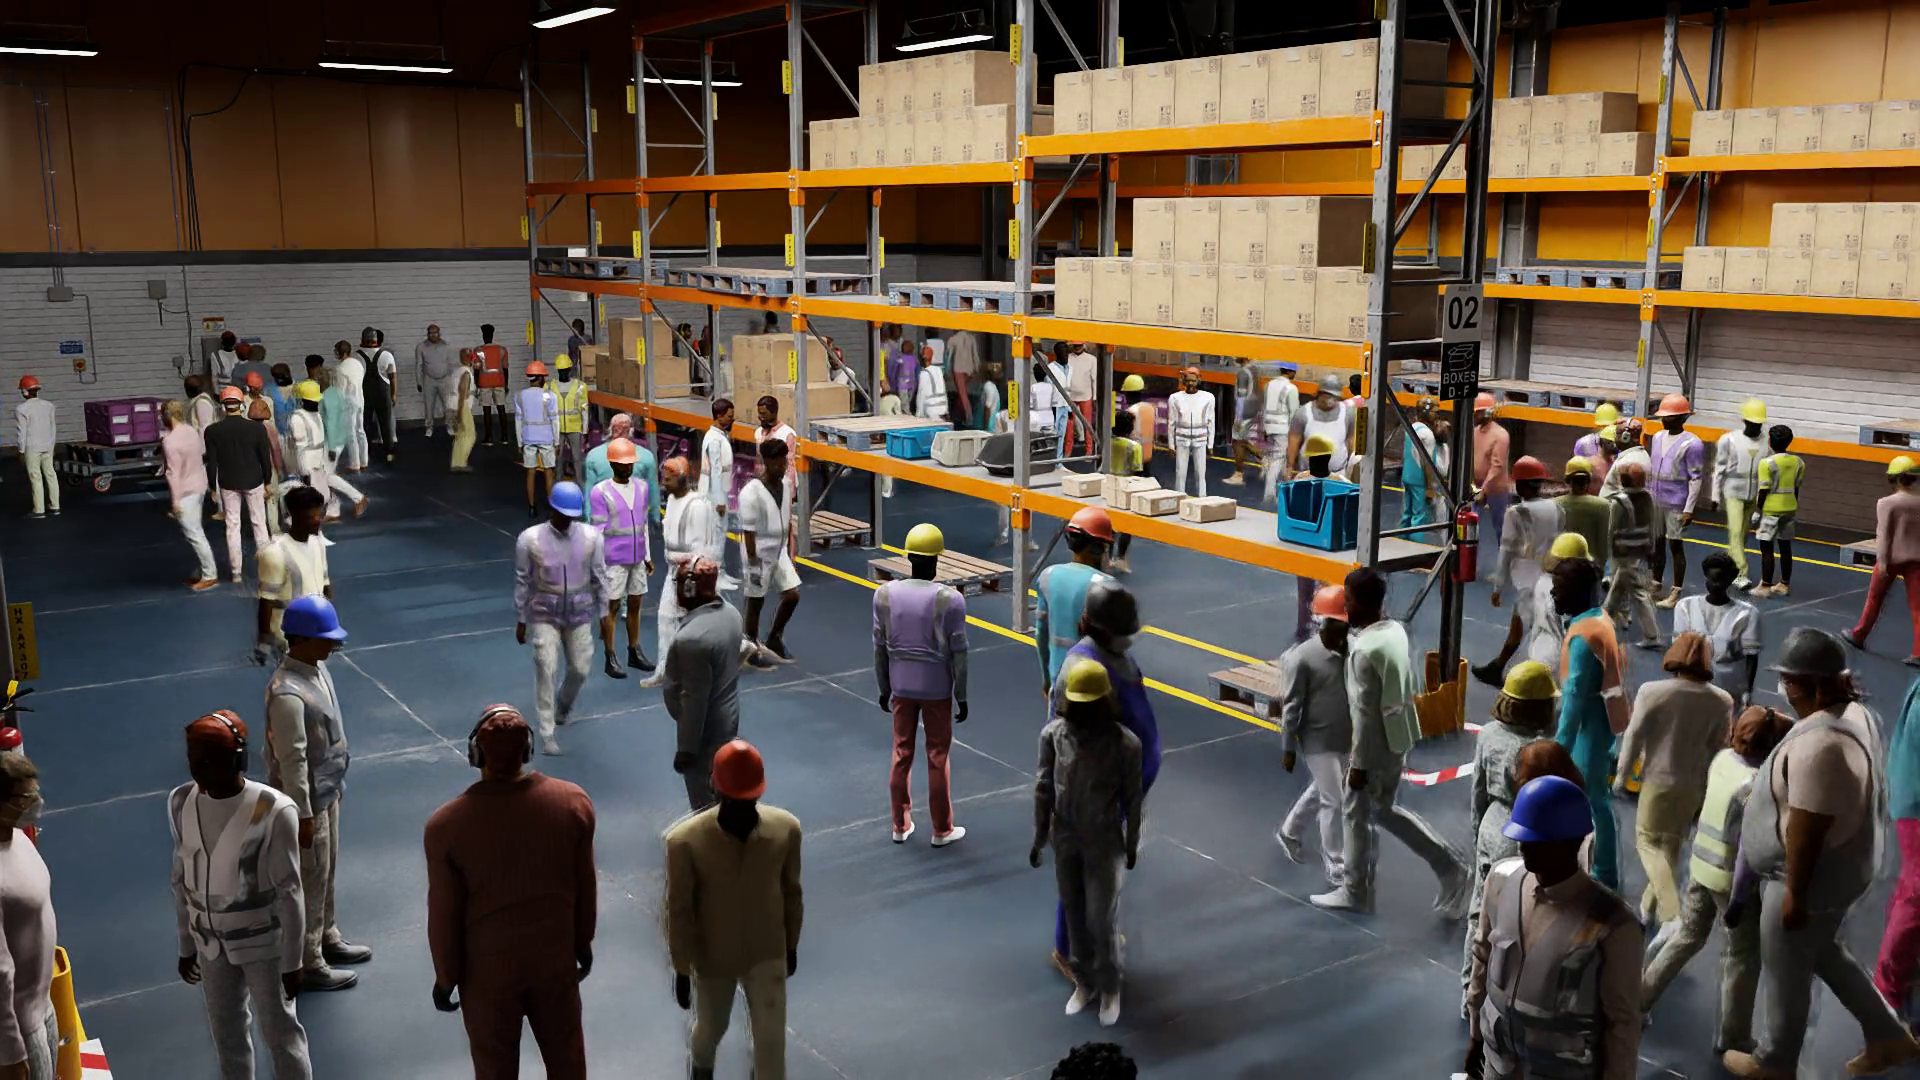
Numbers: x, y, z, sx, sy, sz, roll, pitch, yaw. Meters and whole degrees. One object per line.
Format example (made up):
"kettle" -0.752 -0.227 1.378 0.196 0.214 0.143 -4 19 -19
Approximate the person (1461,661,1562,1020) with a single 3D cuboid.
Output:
"person" 2.508 1.390 7.501 0.316 1.742 0.492 -4 12 -19

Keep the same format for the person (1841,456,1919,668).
"person" 7.810 0.161 13.863 0.522 1.704 0.936 -1 11 -6

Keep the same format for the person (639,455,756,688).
"person" -2.091 0.232 13.187 0.908 1.852 0.582 -8 13 -34

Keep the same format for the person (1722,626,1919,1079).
"person" 3.644 1.343 6.981 0.695 2.000 0.717 9 14 39

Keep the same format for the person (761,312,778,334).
"person" -3.683 -3.438 31.887 0.403 1.882 0.669 -3 11 -15

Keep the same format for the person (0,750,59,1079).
"person" -3.234 1.645 5.700 0.372 1.938 0.630 -5 12 -23

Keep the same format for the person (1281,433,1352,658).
"person" 2.961 0.069 13.788 0.592 1.926 0.366 11 15 43

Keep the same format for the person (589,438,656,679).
"person" -2.697 0.138 13.410 0.357 1.936 0.551 10 15 41

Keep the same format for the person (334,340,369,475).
"person" -8.759 -1.902 23.886 0.368 1.932 0.622 2 11 12

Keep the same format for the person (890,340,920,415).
"person" -0.899 -2.574 28.126 0.526 1.602 0.779 -7 13 -33

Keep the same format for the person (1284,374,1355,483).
"person" 3.868 -0.799 17.943 0.749 2.000 0.711 2 11 11

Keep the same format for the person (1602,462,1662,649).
"person" 5.789 0.118 14.393 0.516 1.593 0.861 -8 14 -35

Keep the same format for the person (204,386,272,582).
"person" -7.309 -0.564 16.891 0.612 1.981 0.404 -5 12 -23

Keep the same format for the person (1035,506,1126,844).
"person" 0.724 0.810 9.731 0.609 2.031 0.409 10 15 43

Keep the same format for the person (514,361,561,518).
"person" -5.163 -1.223 20.390 0.543 1.932 0.376 1 11 5

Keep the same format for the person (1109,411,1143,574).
"person" 1.631 -0.497 17.297 0.603 1.685 0.440 9 14 38

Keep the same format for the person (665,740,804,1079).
"person" -0.901 1.577 6.618 0.562 1.713 0.840 -4 12 -20

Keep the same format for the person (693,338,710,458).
"person" -3.912 -2.176 25.523 0.344 1.839 0.505 0 11 2

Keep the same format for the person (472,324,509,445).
"person" -7.586 -2.510 26.887 0.608 1.965 0.370 -8 13 -34

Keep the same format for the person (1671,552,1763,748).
"person" 4.679 0.886 10.337 0.538 1.646 0.904 7 13 33

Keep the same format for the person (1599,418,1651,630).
"person" 5.943 -0.149 14.957 0.409 1.907 0.651 6 13 29

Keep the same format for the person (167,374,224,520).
"person" -9.310 -1.130 20.284 0.678 1.802 0.682 -7 13 -31

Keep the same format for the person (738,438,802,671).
"person" -1.559 0.121 13.506 0.505 1.937 0.618 8 14 36

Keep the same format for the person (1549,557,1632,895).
"person" 3.400 1.023 9.011 0.500 1.890 0.609 4 12 21

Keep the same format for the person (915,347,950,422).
"person" -0.407 -1.807 23.580 0.626 1.856 0.673 6 13 29

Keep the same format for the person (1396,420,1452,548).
"person" 4.923 -0.469 17.411 0.536 1.585 0.916 -9 14 -40

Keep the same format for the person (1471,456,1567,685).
"person" 4.384 0.298 12.769 0.560 1.870 1.059 -6 12 -27

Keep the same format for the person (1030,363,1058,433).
"person" 1.100 -1.596 22.899 0.541 1.695 0.316 -6 12 -27

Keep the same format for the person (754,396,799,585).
"person" -1.868 -0.514 16.839 0.411 1.906 0.603 -11 15 -43

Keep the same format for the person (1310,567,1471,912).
"person" 2.286 1.082 8.737 0.730 1.889 0.603 6 13 28

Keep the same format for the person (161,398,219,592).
"person" -7.646 -0.441 16.437 0.413 1.920 0.661 0 11 0

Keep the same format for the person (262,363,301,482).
"person" -8.718 -1.407 21.681 0.653 1.810 0.437 -2 11 -10

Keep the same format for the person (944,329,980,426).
"person" -0.014 -3.016 29.583 0.641 1.925 1.037 -8 14 -36

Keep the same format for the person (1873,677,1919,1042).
"person" 4.509 1.257 7.676 0.443 1.953 0.936 6 12 28

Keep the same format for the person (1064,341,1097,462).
"person" 1.776 -2.146 24.992 0.613 1.984 0.423 3 12 16

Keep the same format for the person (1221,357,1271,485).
"person" 3.951 -1.735 22.794 0.615 2.025 0.610 5 12 24

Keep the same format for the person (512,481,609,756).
"person" -2.791 0.507 11.595 0.670 1.908 0.665 -5 12 -23

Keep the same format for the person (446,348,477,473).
"person" -7.176 -1.861 23.975 0.511 1.804 0.584 -6 13 -30

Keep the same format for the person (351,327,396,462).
"person" -8.875 -2.203 25.127 0.688 2.000 0.539 -5 12 -23

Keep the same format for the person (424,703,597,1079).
"person" -1.683 1.549 6.267 0.643 1.910 0.400 -7 13 -31

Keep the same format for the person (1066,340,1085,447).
"person" 1.882 -2.415 26.794 0.425 1.818 0.596 -1 11 -5

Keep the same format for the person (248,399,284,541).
"person" -7.930 -0.792 18.954 0.502 1.633 0.280 3 11 16

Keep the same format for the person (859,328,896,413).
"person" -1.489 -3.174 30.758 0.934 1.780 0.716 5 12 26

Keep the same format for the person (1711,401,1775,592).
"person" 7.800 -0.424 16.431 0.606 1.877 0.918 1 11 3
